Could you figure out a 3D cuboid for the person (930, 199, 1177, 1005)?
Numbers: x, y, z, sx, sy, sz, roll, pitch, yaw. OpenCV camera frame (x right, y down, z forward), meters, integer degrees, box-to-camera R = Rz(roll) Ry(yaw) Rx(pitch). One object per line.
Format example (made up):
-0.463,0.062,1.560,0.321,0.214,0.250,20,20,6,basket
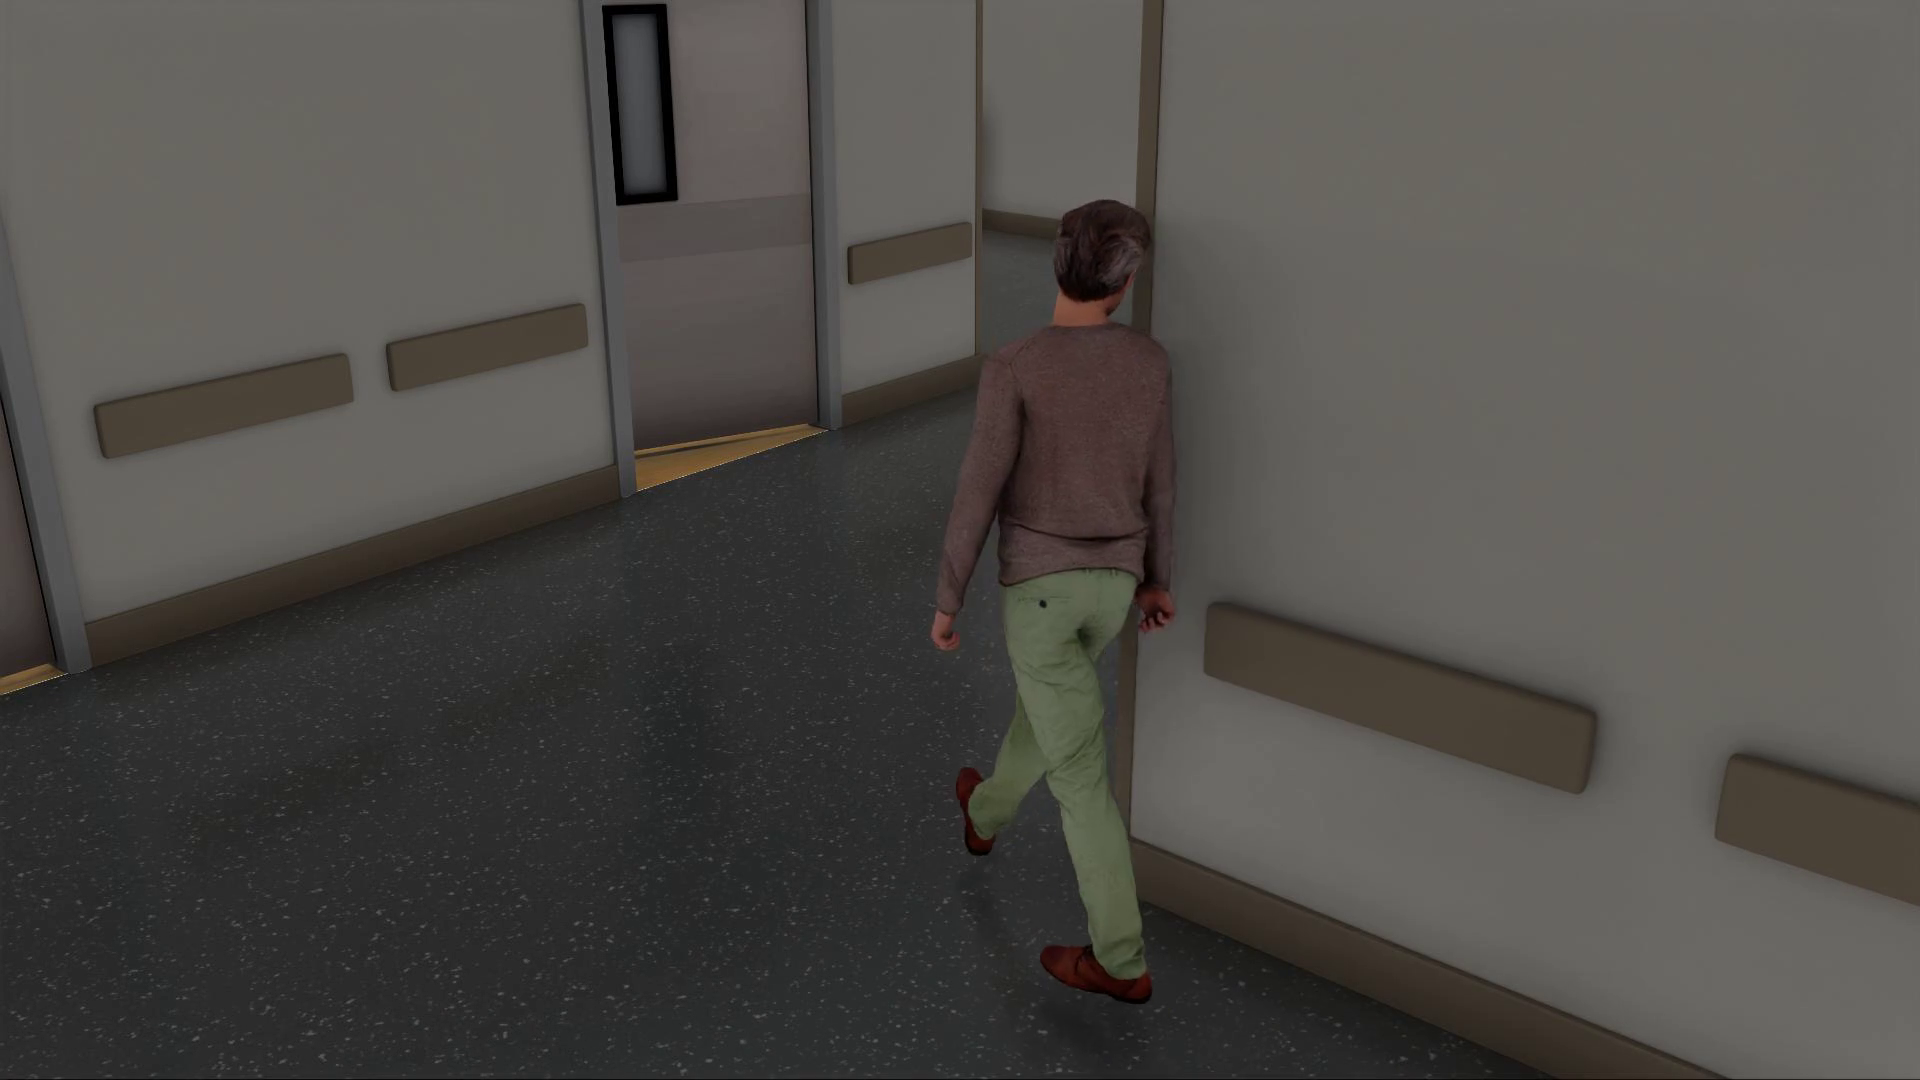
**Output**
0.299,0.213,3.824,1.327,1.787,1.129,-12,24,-29,person
